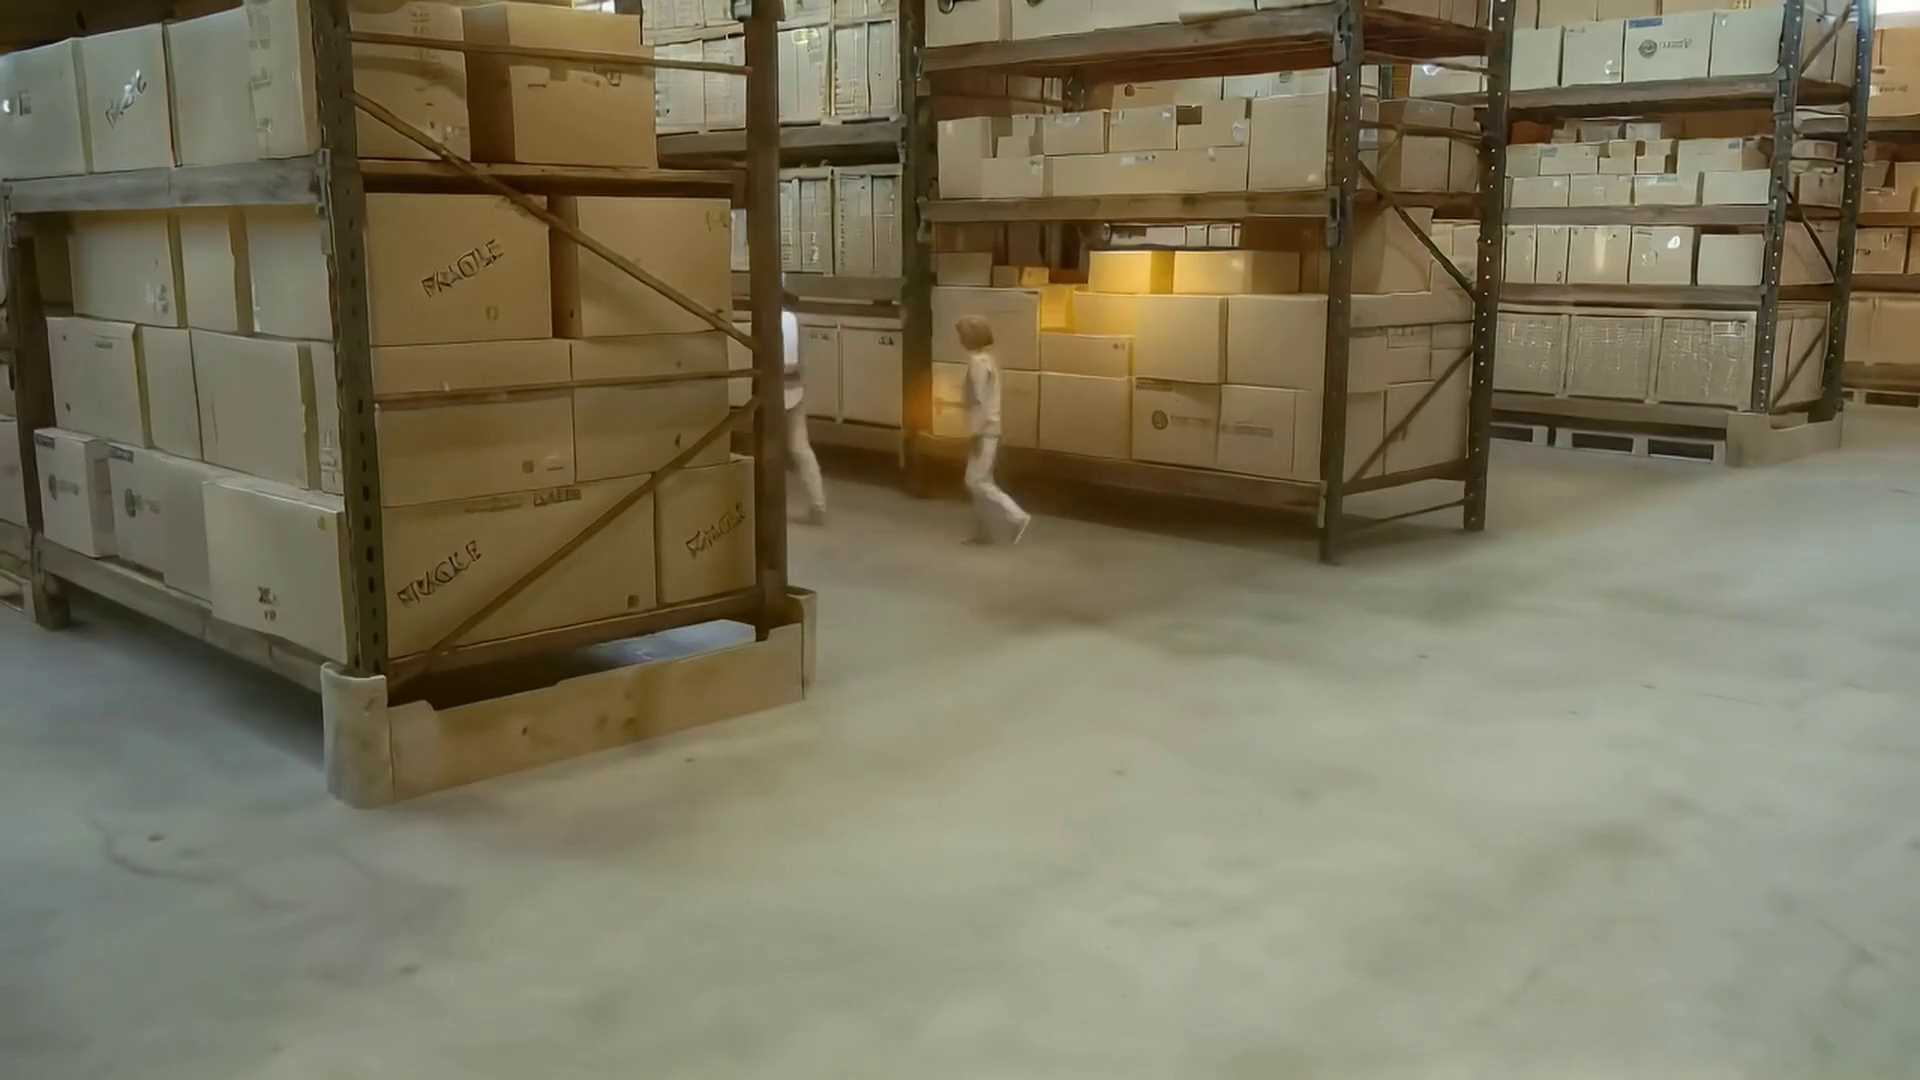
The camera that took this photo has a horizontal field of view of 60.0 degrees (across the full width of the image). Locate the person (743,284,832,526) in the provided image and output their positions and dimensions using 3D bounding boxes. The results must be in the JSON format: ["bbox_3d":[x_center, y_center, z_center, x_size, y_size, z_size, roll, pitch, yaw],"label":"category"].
[{"bbox_3d":[-1.368,-1.042,12.241,1.018,1.892,0.638,6,12,31],"label":"person"}]

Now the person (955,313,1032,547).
[{"bbox_3d":[0.197,-0.712,11.180,0.489,1.622,0.572,0,10,2],"label":"person"}]
